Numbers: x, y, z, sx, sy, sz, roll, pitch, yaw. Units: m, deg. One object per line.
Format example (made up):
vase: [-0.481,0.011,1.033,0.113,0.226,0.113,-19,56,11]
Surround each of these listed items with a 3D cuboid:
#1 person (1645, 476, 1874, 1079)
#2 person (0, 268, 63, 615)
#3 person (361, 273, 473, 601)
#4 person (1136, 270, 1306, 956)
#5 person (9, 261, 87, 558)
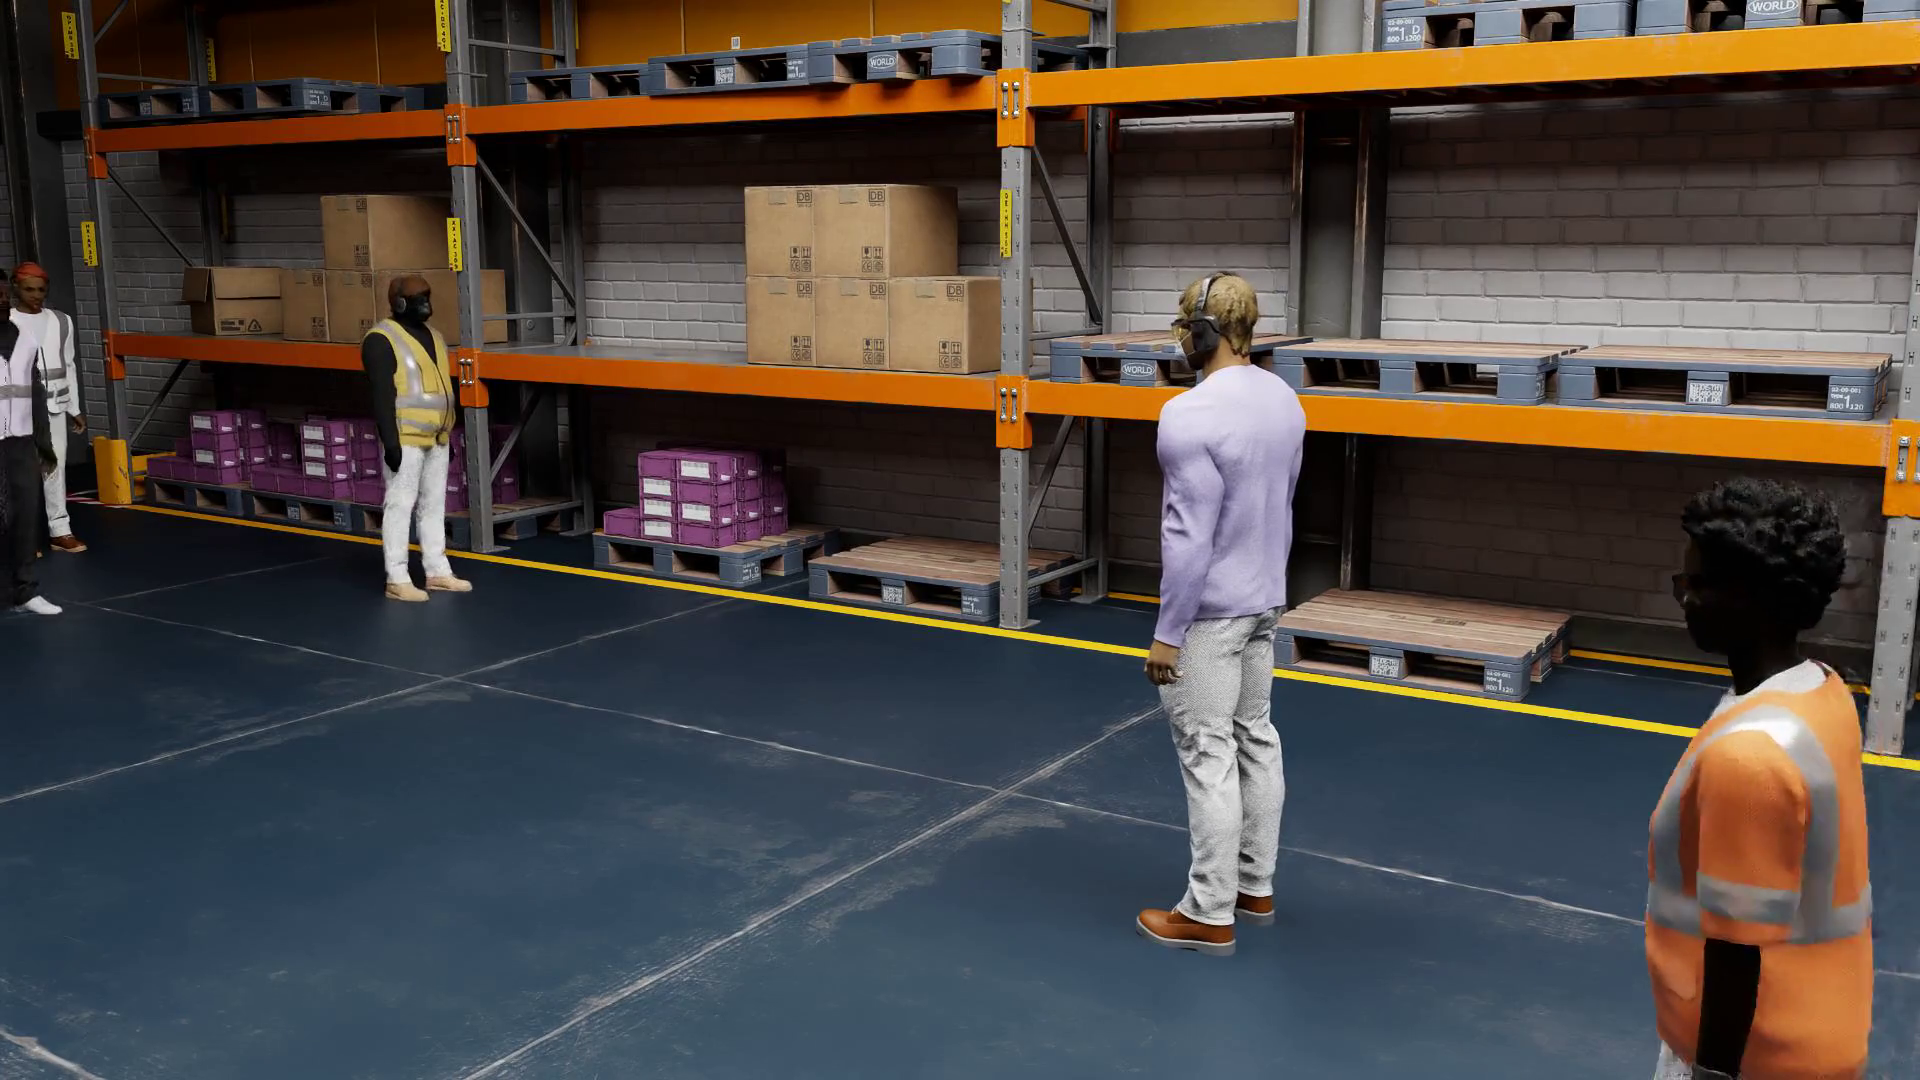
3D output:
person: [1.237,0.748,2.468,0.465,1.678,0.580,7,12,33]
person: [-5.187,-0.520,8.910,0.505,1.905,0.598,3,11,17]
person: [-3.073,-0.582,9.419,0.429,1.844,0.625,3,11,17]
person: [0.740,0.211,4.748,0.355,1.936,0.637,8,13,38]
person: [-5.907,-0.828,10.649,0.361,1.887,0.574,7,12,33]
